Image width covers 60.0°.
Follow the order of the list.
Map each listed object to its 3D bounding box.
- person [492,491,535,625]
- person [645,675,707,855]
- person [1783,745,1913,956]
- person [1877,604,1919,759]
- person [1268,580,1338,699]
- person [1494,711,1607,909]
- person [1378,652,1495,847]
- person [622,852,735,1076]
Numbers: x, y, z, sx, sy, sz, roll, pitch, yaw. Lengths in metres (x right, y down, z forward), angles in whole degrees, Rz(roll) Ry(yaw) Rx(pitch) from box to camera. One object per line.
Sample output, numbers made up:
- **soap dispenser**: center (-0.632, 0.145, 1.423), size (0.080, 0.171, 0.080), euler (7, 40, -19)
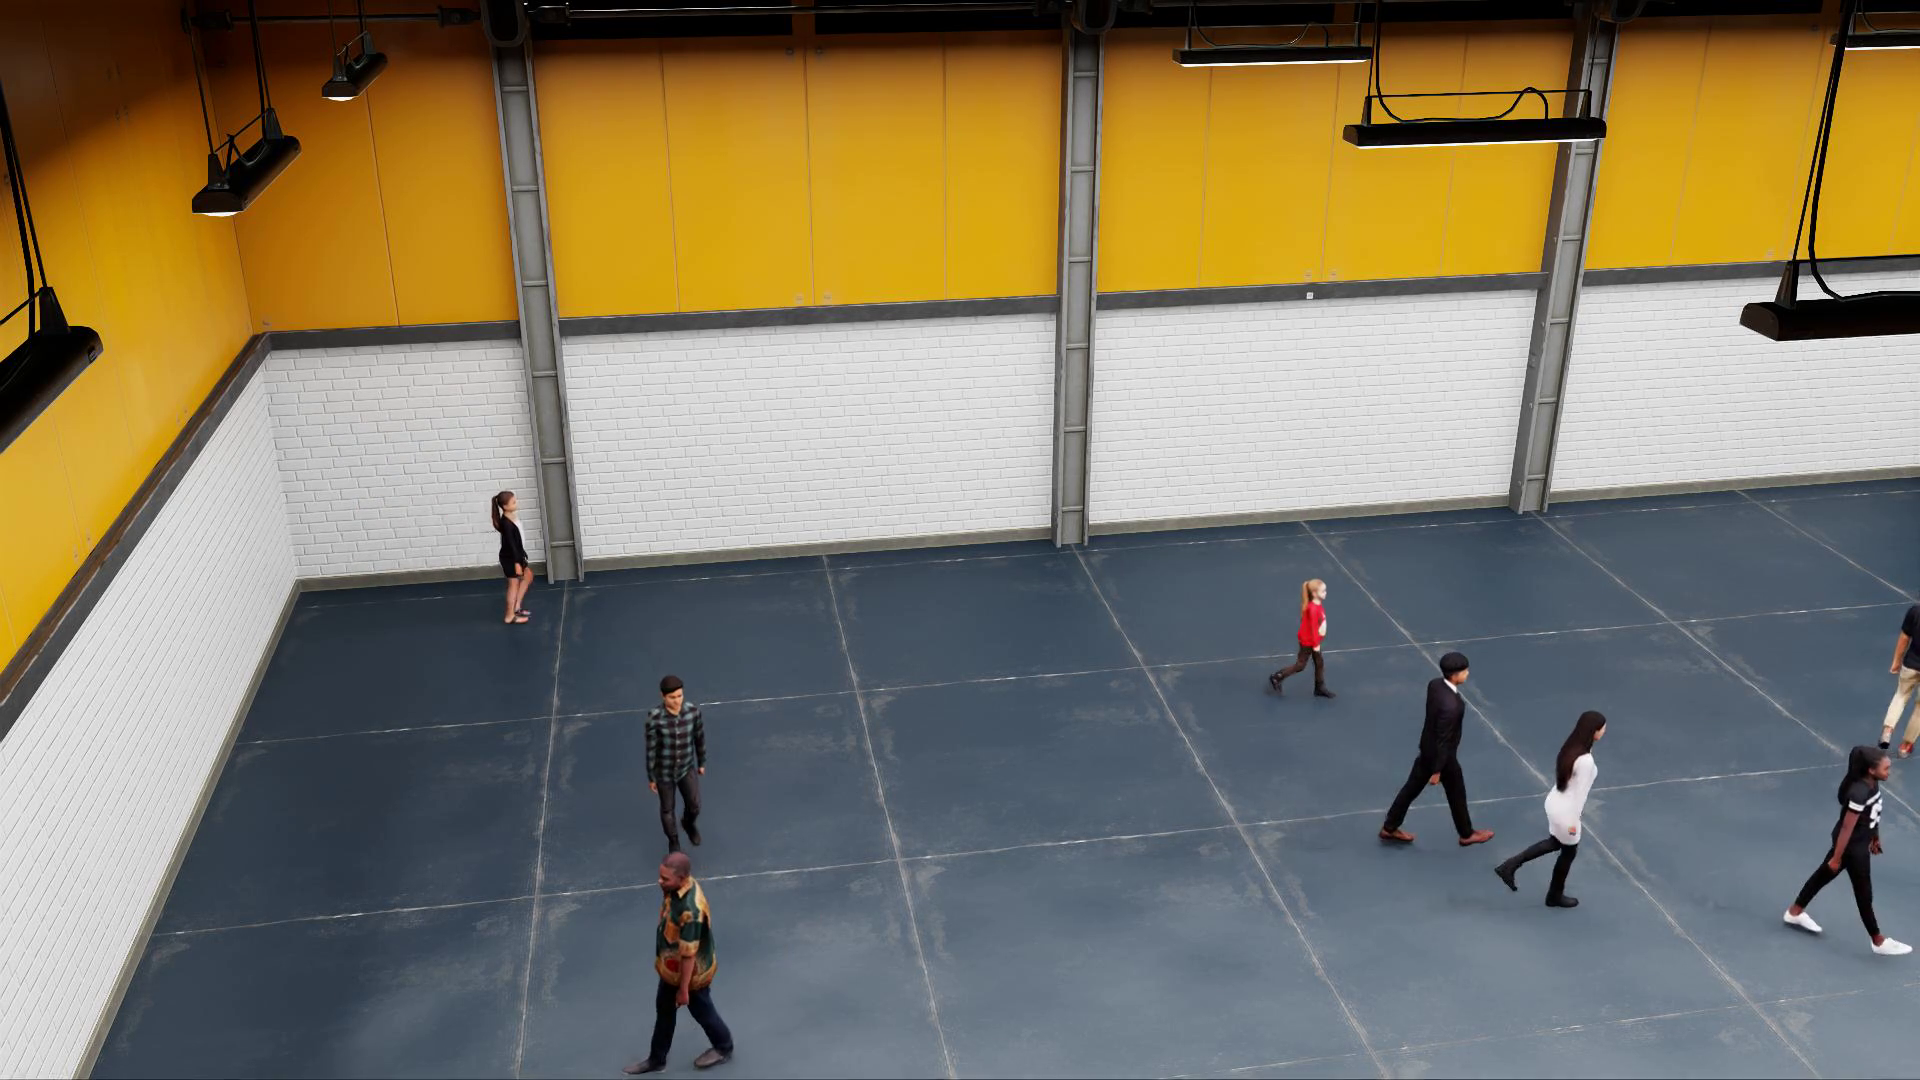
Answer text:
- **person**: center (-4.905, 0.193, 17.936), size (0.575, 1.544, 0.553), euler (-5, 24, -11)
- **person**: center (-2.374, 1.822, 13.730), size (0.650, 1.701, 0.771), euler (-8, 25, -18)
- **person**: center (6.773, 2.347, 12.828), size (1.171, 1.689, 1.120), euler (16, 28, 33)
- **person**: center (8.797, 1.209, 15.239), size (0.916, 1.842, 0.840), euler (-20, 31, -39)
- **person**: center (3.412, 0.992, 16.459), size (0.951, 1.263, 0.788), euler (10, 25, 21)
- **person**: center (4.674, 2.157, 13.154), size (0.979, 1.777, 0.739), euler (2, 24, 3)
- **person**: center (3.912, 1.781, 13.942), size (1.212, 1.834, 0.797), euler (-1, 24, -2)
- **person**: center (-1.810, 2.908, 11.435), size (1.117, 1.777, 0.900), euler (-12, 26, -25)
